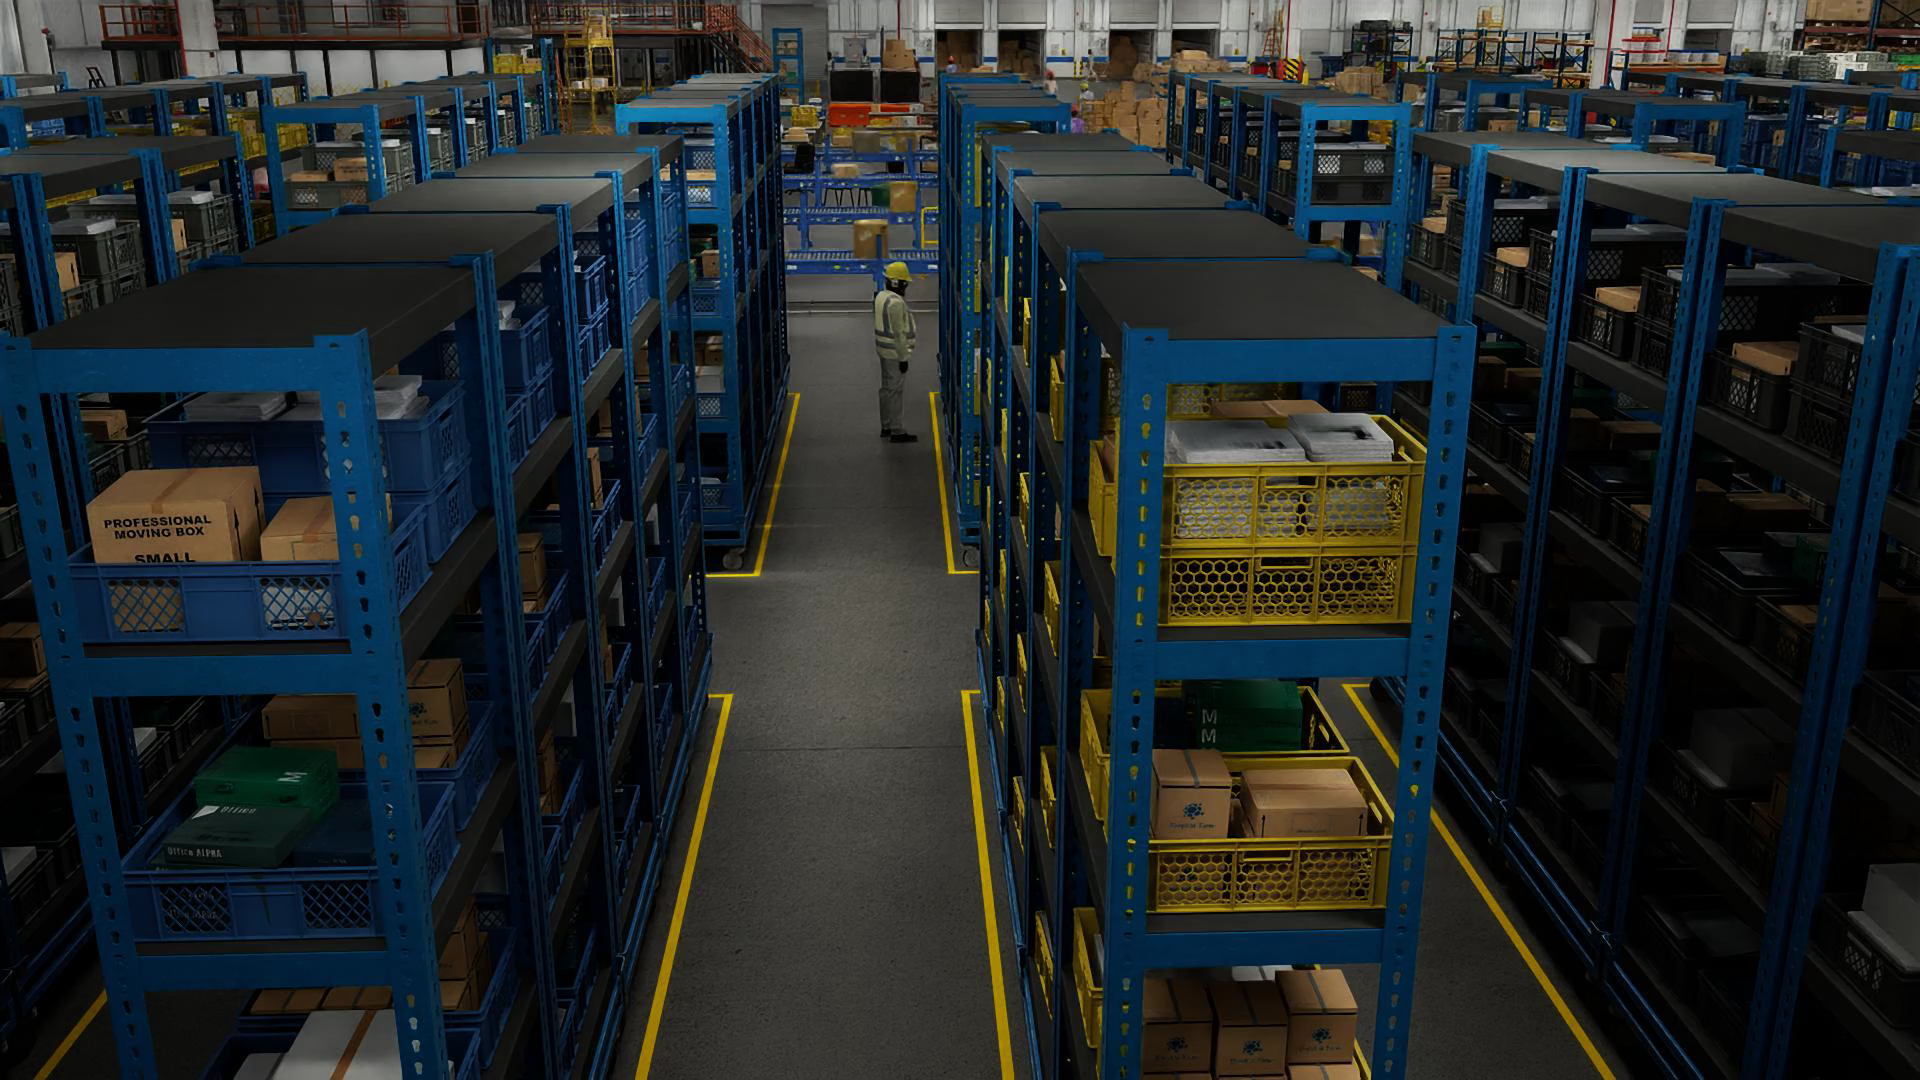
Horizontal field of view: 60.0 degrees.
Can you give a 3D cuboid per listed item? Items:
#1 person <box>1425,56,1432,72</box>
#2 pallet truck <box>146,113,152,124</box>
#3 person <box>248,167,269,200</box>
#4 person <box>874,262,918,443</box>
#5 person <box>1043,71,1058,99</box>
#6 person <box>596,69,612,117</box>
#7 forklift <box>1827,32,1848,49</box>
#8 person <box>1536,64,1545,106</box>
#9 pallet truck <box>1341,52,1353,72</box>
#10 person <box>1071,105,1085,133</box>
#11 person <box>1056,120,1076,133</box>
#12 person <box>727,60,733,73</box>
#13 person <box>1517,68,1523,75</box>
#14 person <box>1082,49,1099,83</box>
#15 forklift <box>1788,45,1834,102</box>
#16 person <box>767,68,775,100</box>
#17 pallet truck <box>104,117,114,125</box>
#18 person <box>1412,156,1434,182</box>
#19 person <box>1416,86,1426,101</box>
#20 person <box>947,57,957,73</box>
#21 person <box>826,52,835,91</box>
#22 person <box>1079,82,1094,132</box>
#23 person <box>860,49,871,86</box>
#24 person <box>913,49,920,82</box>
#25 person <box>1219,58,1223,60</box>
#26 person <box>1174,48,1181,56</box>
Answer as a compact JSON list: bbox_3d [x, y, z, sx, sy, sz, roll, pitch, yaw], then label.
[{"bbox_3d":[22.236,-22.043,79.068,0.360,1.886,0.574,12,21,32],"label":"person"},{"bbox_3d":[-18.087,-8.309,36.390,1.885,1.965,0.823,-1,18,-4],"label":"pallet truck"},{"bbox_3d":[-13.623,-6.934,32.520,0.524,1.760,0.328,0,18,0],"label":"person"},{"bbox_3d":[-0.650,-1.898,16.831,0.403,1.822,0.588,-7,19,-21],"label":"person"},{"bbox_3d":[3.268,-16.068,60.484,0.626,1.951,1.003,-13,22,-35],"label":"person"},{"bbox_3d":[-13.881,-17.449,64.962,0.539,1.811,0.851,16,24,41],"label":"person"},{"bbox_3d":[46.023,-25.321,87.619,1.129,2.768,1.873,-1,18,-2],"label":"forklift"},{"bbox_3d":[24.115,-18.862,69.273,0.530,1.857,0.324,-10,20,-27],"label":"person"},{"bbox_3d":[18.794,-23.123,82.231,0.823,1.965,1.885,-13,22,-35],"label":"pallet truck"},{"bbox_3d":[2.753,-9.775,41.081,0.562,1.889,0.952,-5,18,-14],"label":"person"},{"bbox_3d":[2.454,-9.317,39.507,0.612,2.014,0.913,3,18,10],"label":"person"},{"bbox_3d":[-12.952,-26.776,93.825,0.455,1.816,0.650,-2,18,-5],"label":"person"},{"bbox_3d":[21.555,-17.190,64.021,0.630,1.899,0.971,-7,19,-20],"label":"person"},{"bbox_3d":[7.350,-26.522,93.063,1.015,1.817,0.532,7,19,21],"label":"person"},{"bbox_3d":[31.326,-16.664,60.830,1.129,2.768,1.873,-1,18,-2],"label":"forklift"},{"bbox_3d":[-7.408,-17.431,64.818,0.593,1.870,0.480,-6,19,-17],"label":"person"},{"bbox_3d":[-18.367,-7.885,35.078,1.885,1.965,0.823,1,18,2],"label":"pallet truck"},{"bbox_3d":[10.352,-8.601,37.485,0.659,1.875,0.546,14,23,37],"label":"person"},{"bbox_3d":[15.645,-14.577,56.364,0.315,1.636,0.514,-13,22,-35],"label":"person"},{"bbox_3d":[-0.394,-21.042,75.882,0.551,1.940,0.352,-15,23,-39],"label":"person"},{"bbox_3d":[-6.567,-23.770,84.375,0.384,1.914,0.609,-16,24,-40],"label":"person"},{"bbox_3d":[4.124,-14.080,54.543,0.649,1.819,0.404,-14,23,-37],"label":"person"},{"bbox_3d":[-5.081,-25.310,89.077,0.618,1.945,0.394,9,20,25],"label":"person"},{"bbox_3d":[-2.502,-25.962,91.224,0.604,1.876,0.996,-10,21,-29],"label":"person"},{"bbox_3d":[11.733,-20.840,75.305,0.573,1.901,0.747,-15,23,-38],"label":"person"},{"bbox_3d":[12.384,-26.932,94.268,0.429,1.844,0.627,-8,20,-23],"label":"person"}]
